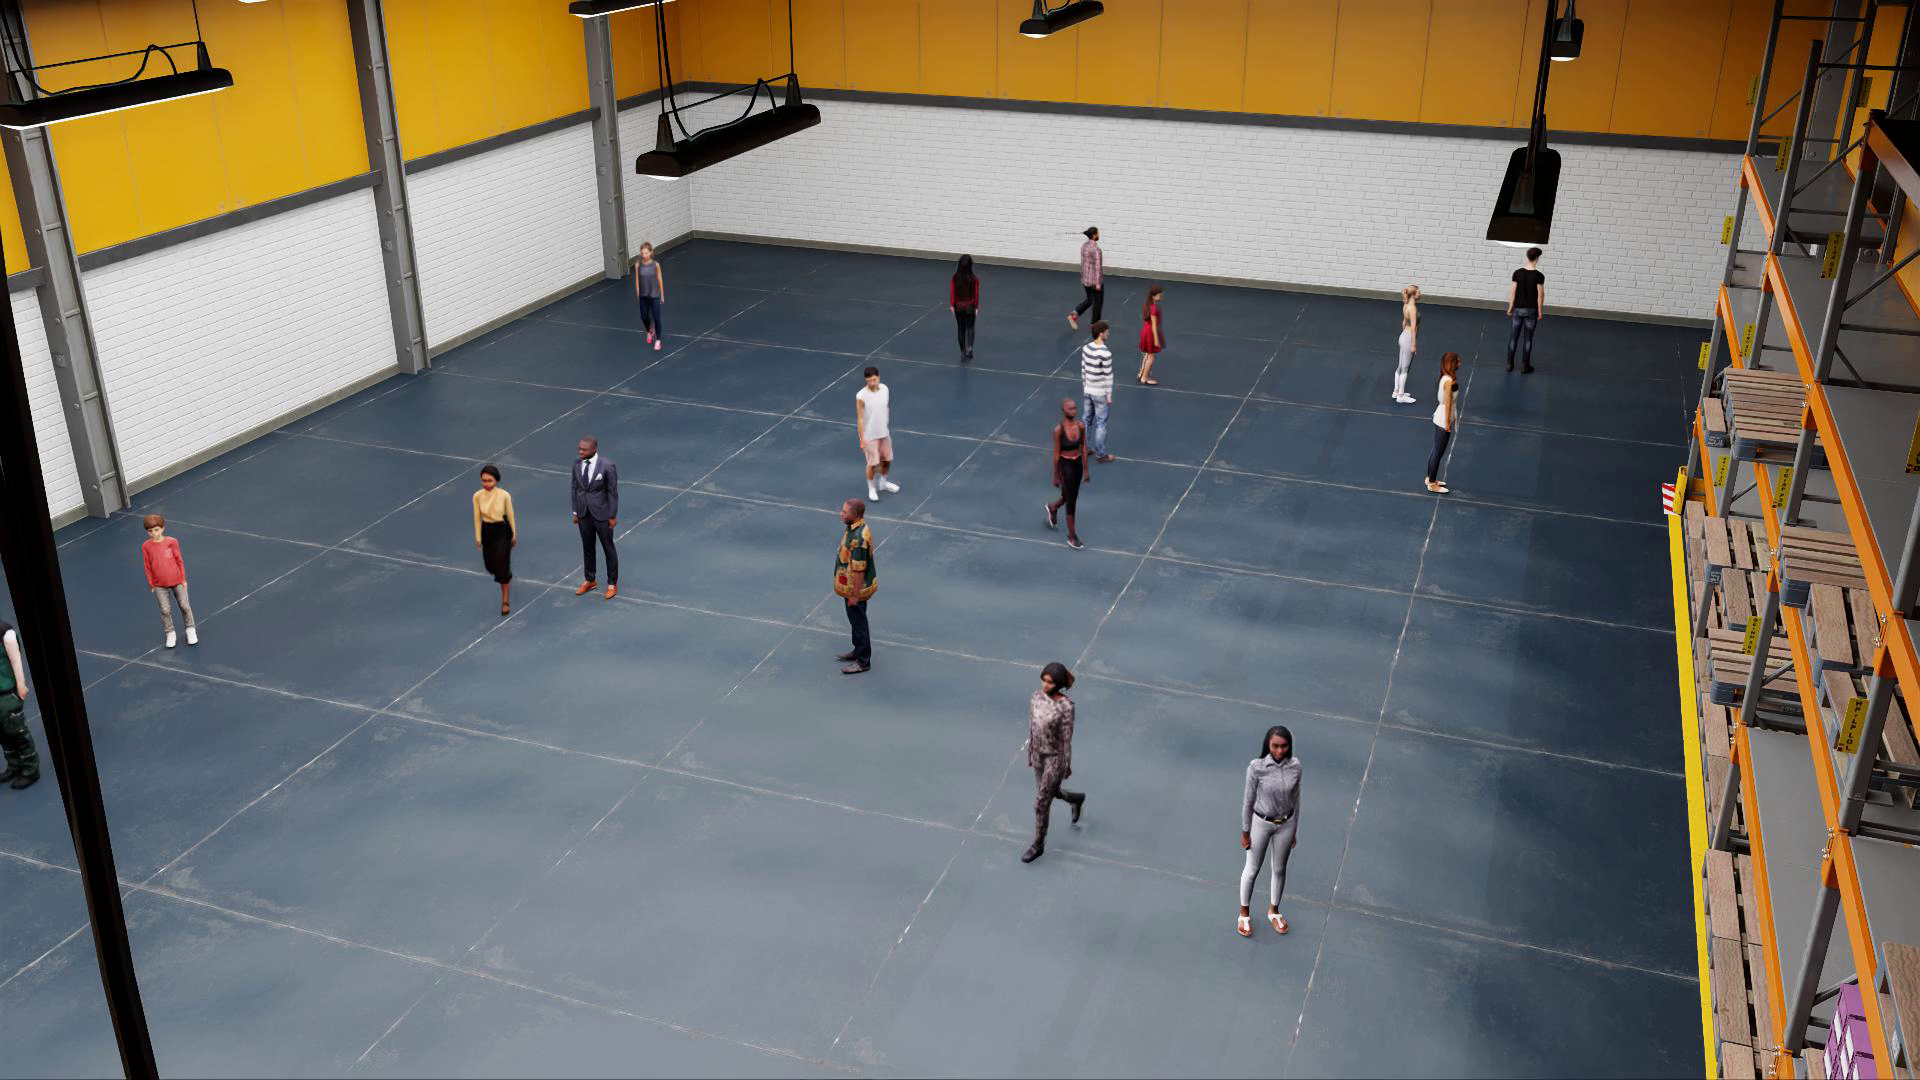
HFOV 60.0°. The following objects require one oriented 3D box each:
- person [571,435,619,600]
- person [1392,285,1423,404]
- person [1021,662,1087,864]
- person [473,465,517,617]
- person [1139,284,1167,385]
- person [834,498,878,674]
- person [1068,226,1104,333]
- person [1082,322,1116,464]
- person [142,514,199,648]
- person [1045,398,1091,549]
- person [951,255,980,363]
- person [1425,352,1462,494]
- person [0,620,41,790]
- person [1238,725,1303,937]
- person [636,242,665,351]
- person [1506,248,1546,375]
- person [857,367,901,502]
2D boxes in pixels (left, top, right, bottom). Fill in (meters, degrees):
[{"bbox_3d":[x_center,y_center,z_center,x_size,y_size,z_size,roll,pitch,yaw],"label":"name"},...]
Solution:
[{"bbox_3d":[-3.929,-0.284,17.905,0.691,1.825,0.600,7,25,16],"label":"person"},{"bbox_3d":[6.429,-2.833,23.887,0.705,1.703,0.591,-1,24,-2],"label":"person"},{"bbox_3d":[0.779,1.746,13.429,0.859,1.691,1.134,21,31,39],"label":"person"},{"bbox_3d":[-4.865,-0.031,17.561,0.757,1.637,0.938,-1,24,-2],"label":"person"},{"bbox_3d":[2.819,-3.045,24.594,0.883,1.526,0.689,-5,24,-10],"label":"person"},{"bbox_3d":[-1.018,0.428,16.298,0.879,1.808,0.785,-5,24,-11],"label":"person"},{"bbox_3d":[2.094,-4.211,26.990,1.045,1.744,0.988,-10,26,-22],"label":"person"},{"bbox_3d":[1.774,-1.932,21.642,0.708,1.851,0.720,-19,30,-37],"label":"person"},{"bbox_3d":[-8.028,0.396,16.859,0.583,1.416,0.634,-9,25,-20],"label":"person"},{"bbox_3d":[1.228,-0.832,19.276,1.092,1.731,1.085,-14,27,-28],"label":"person"},{"bbox_3d":[0.069,-3.532,25.559,0.661,1.645,0.653,0,24,1],"label":"person"},{"bbox_3d":[6.008,-1.481,20.695,0.688,1.785,0.504,5,24,11],"label":"person"},{"bbox_3d":[-8.305,1.245,14.387,0.646,1.841,0.621,9,25,20],"label":"person"},{"bbox_3d":[2.323,2.155,12.449,0.668,1.725,0.668,-3,24,-6],"label":"person"},{"bbox_3d":[-4.857,-3.866,26.238,0.701,1.714,0.780,0,24,-1],"label":"person"},{"bbox_3d":[8.534,-3.469,25.107,0.729,1.893,0.657,15,28,30],"label":"person"},{"bbox_3d":[-1.044,-1.324,20.388,0.929,1.742,0.812,18,29,35],"label":"person"}]
